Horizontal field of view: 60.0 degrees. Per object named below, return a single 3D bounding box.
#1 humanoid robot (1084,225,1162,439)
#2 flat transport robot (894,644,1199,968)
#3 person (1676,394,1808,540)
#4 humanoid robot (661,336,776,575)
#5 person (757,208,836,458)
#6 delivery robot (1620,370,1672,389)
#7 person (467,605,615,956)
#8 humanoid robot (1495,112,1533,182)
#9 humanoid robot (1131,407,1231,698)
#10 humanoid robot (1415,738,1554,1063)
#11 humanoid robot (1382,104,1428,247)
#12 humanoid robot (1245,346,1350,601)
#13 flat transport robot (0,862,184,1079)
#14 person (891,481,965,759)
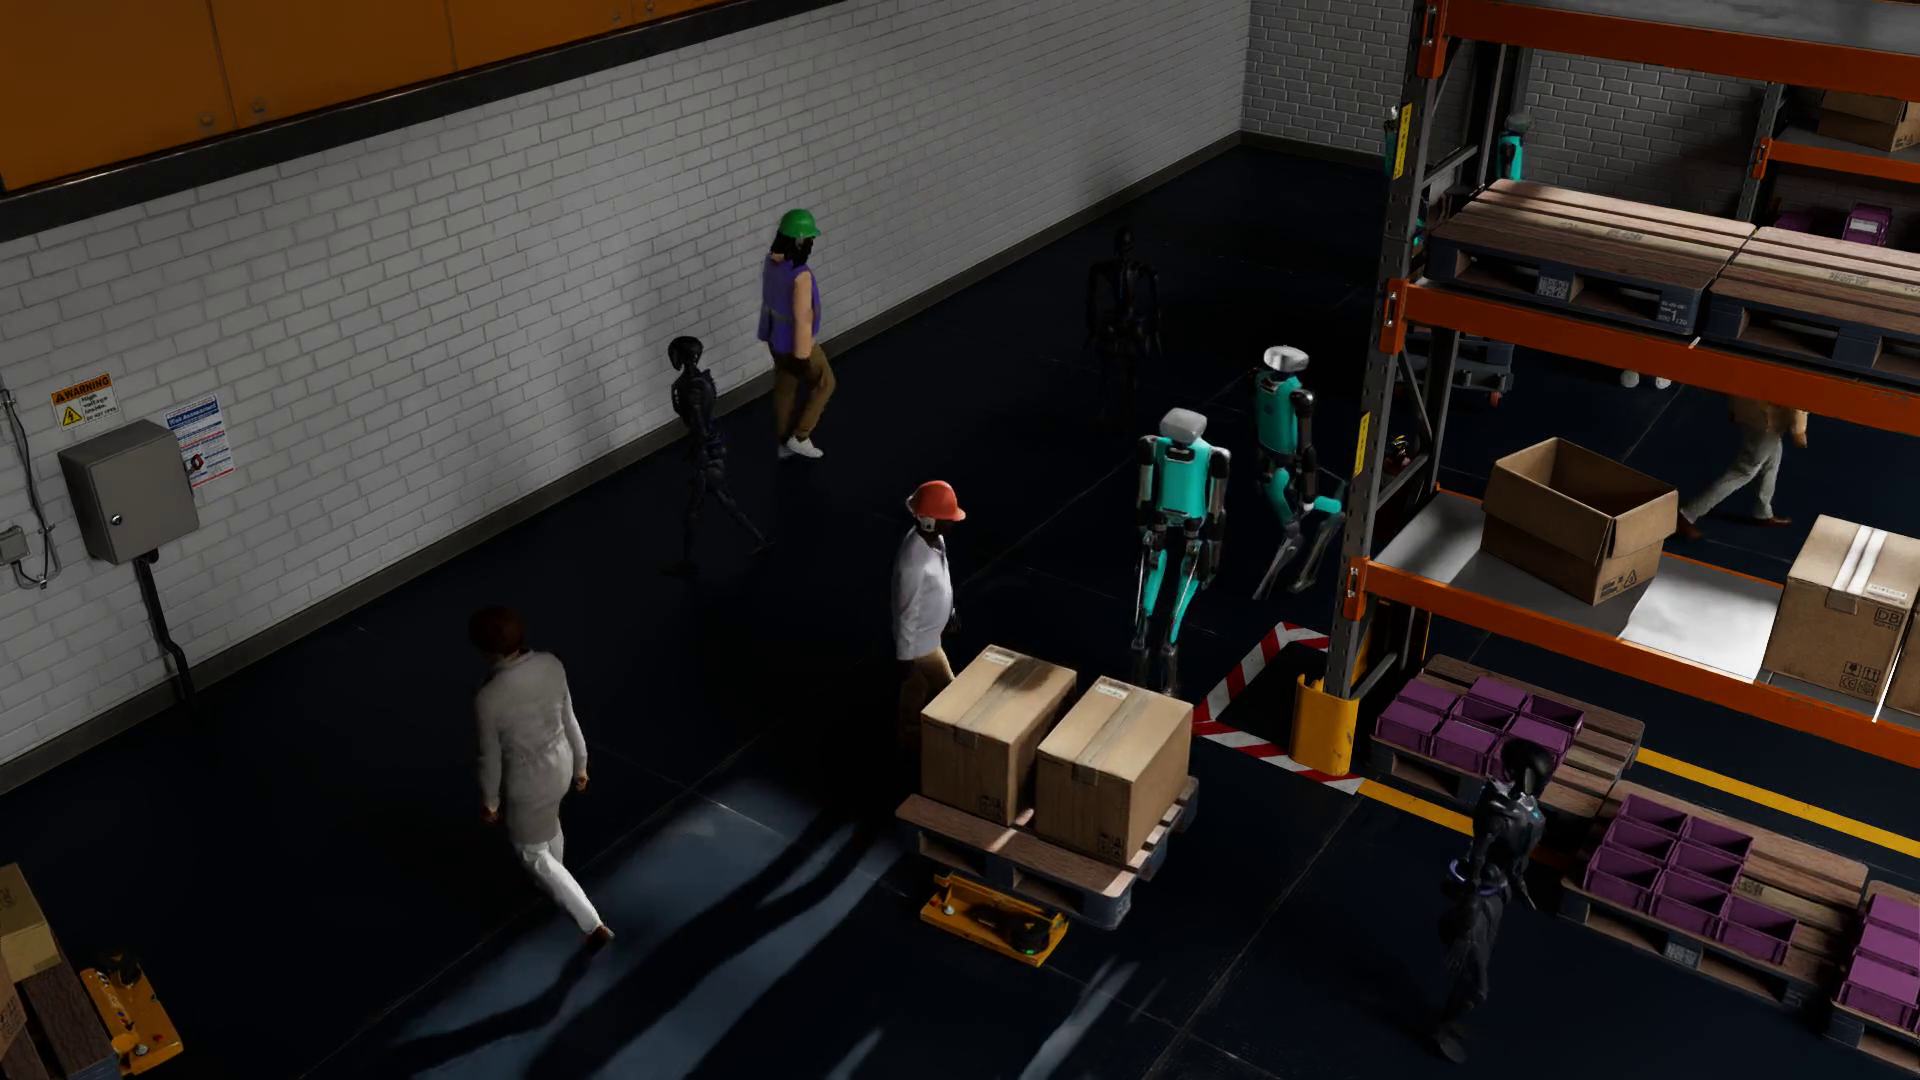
[{"bbox_3d":[1.192,-1.503,12.236,0.599,1.642,0.460,7,31,12],"label":"humanoid robot"},{"bbox_3d":[0.441,1.542,8.364,0.659,0.231,1.431,16,34,26],"label":"flat transport robot"},{"bbox_3d":[5.237,-0.838,10.928,0.916,1.839,0.554,-2,30,-3],"label":"person"},{"bbox_3d":[-1.592,-0.549,10.637,0.770,1.620,0.602,-6,30,-9],"label":"humanoid robot"},{"bbox_3d":[-1.183,-1.452,11.922,0.493,1.911,0.561,-23,37,-34],"label":"person"},{"bbox_3d":[5.547,-1.580,13.512,0.520,0.613,0.784,0,30,0],"label":"delivery robot"},{"bbox_3d":[-1.905,1.103,7.598,0.775,1.800,0.521,17,34,26],"label":"person"},{"bbox_3d":[4.974,-2.742,14.409,0.837,1.858,0.566,11,32,18],"label":"humanoid robot"},{"bbox_3d":[1.144,0.209,9.263,0.537,1.846,0.677,12,32,20],"label":"humanoid robot"},{"bbox_3d":[2.212,1.515,7.010,0.334,1.655,0.588,23,37,34],"label":"humanoid robot"},{"bbox_3d":[4.044,-2.918,14.752,0.743,1.901,0.561,-5,30,-9],"label":"humanoid robot"},{"bbox_3d":[2.133,-0.393,10.272,0.796,1.809,0.557,-17,34,-27],"label":"humanoid robot"},{"bbox_3d":[-4.159,2.282,7.082,1.431,0.231,0.659,-23,37,-34],"label":"flat transport robot"},{"bbox_3d":[-0.107,0.472,8.744,0.539,1.732,0.580,4,30,6],"label":"person"}]
